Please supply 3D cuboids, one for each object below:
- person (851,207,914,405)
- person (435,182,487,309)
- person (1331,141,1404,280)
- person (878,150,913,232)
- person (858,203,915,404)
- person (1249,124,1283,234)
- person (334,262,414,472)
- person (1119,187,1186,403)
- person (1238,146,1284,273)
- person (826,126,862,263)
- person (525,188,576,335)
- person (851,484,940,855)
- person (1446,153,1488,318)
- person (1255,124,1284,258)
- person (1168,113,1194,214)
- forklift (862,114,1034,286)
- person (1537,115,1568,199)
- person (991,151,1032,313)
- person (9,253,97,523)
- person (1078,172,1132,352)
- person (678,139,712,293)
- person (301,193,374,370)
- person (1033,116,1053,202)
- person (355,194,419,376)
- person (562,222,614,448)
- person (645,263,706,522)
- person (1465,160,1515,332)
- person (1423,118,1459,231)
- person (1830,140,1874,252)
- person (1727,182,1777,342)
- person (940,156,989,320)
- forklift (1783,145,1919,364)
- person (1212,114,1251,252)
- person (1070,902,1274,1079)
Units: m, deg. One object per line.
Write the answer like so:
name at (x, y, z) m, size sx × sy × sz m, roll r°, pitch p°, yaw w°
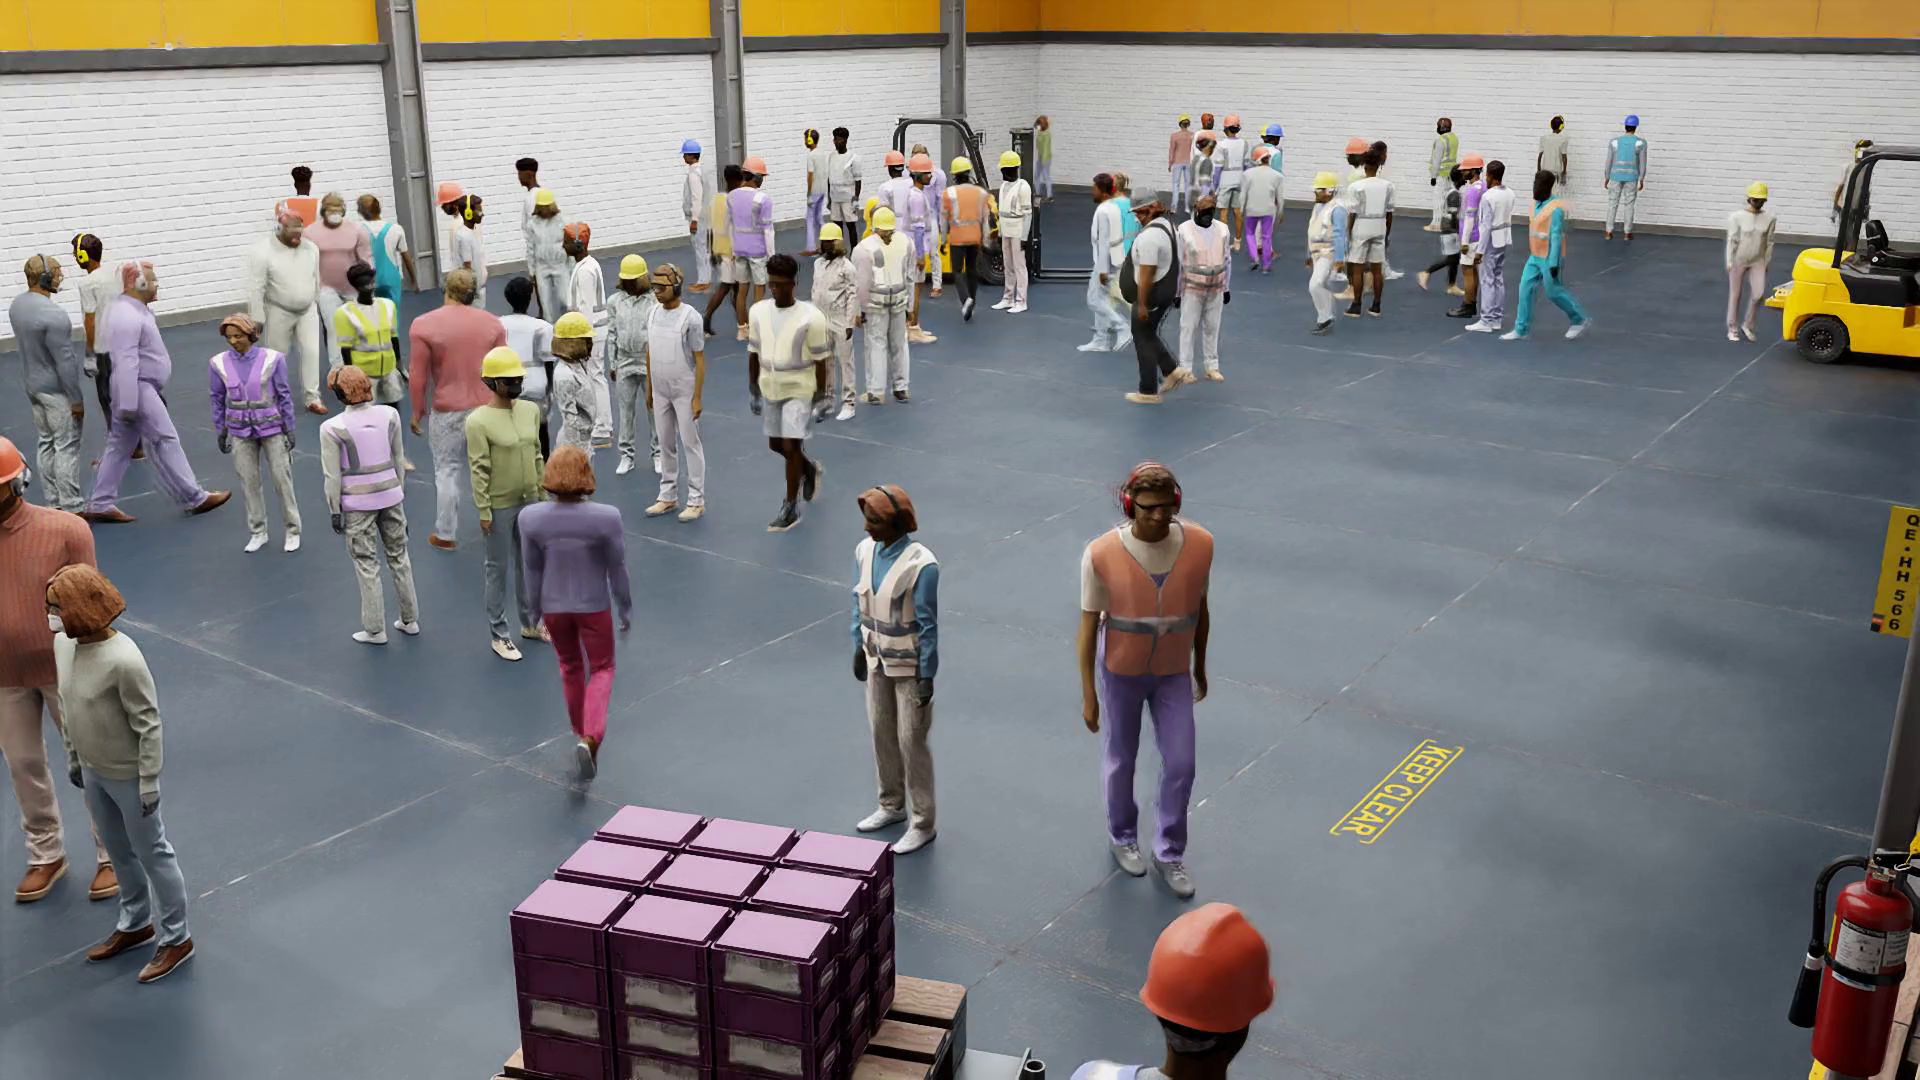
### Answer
person at (-0.702, -2.157, 15.367) m, size 0.601 × 1.821 × 0.403 m, roll -7°, pitch 19°, yaw -20°
person at (-4.953, -2.607, 16.638) m, size 0.433 × 1.910 × 0.594 m, roll 1°, pitch 18°, yaw 2°
person at (5.495, -4.389, 22.326) m, size 1.020 × 1.836 × 0.598 m, roll 1°, pitch 18°, yaw 3°
person at (-0.752, -3.704, 20.030) m, size 0.547 × 1.929 × 0.388 m, roll -9°, pitch 20°, yaw -25°
person at (-0.707, -2.190, 15.431) m, size 0.633 × 1.841 × 0.429 m, roll -15°, pitch 23°, yaw -39°
person at (4.944, -5.843, 26.980) m, size 0.533 × 1.765 × 0.326 m, roll 5°, pitch 18°, yaw 14°
person at (-4.574, -1.322, 12.956) m, size 0.323 × 1.695 × 0.546 m, roll 13°, pitch 22°, yaw 36°
person at (1.755, -2.299, 15.447) m, size 0.567 × 2.000 × 0.708 m, roll 7°, pitch 19°, yaw 22°
person at (4.171, -4.565, 23.046) m, size 0.626 × 1.727 × 0.358 m, roll 3°, pitch 18°, yaw 10°
person at (-1.656, -4.847, 23.537) m, size 0.600 × 1.967 × 0.367 m, roll 13°, pitch 22°, yaw 35°
person at (-4.373, -2.893, 17.814) m, size 0.530 × 1.724 × 0.358 m, roll -2°, pitch 18°, yaw -5°
person at (-0.273, 0.542, 7.221) m, size 0.319 × 1.628 × 0.536 m, roll -15°, pitch 23°, yaw -39°
person at (6.025, -3.603, 19.712) m, size 0.388 × 1.929 × 0.546 m, roll 9°, pitch 20°, yaw 26°
person at (4.539, -5.119, 24.440) m, size 0.415 × 1.939 × 0.605 m, roll -6°, pitch 19°, yaw -18°
person at (3.984, -6.727, 29.762) m, size 0.531 × 1.755 × 0.343 m, roll -3°, pitch 18°, yaw -10°
forklift at (-0.171, -4.594, 22.377) m, size 2.313 × 2.155 × 1.214 m, roll 1°, pitch 18°, yaw 3°
person at (9.762, -6.041, 27.427) m, size 0.516 × 1.872 × 0.327 m, roll 15°, pitch 23°, yaw 39°
person at (0.631, -3.703, 20.031) m, size 0.383 × 1.923 × 0.588 m, roll -10°, pitch 20°, yaw -29°
person at (-6.383, -1.047, 11.722) m, size 0.637 × 1.929 × 0.368 m, roll 13°, pitch 22°, yaw 35°
person at (1.576, -2.928, 17.650) m, size 0.522 × 1.895 × 0.612 m, roll 5°, pitch 18°, yaw 16°
person at (-3.399, -4.171, 21.453) m, size 0.396 × 1.946 × 0.617 m, roll 0°, pitch 18°, yaw -1°
person at (-5.974, -2.400, 16.032) m, size 0.662 × 1.880 × 1.048 m, roll -5°, pitch 18°, yaw -16°
person at (1.556, -7.217, 31.510) m, size 0.534 × 1.603 × 0.535 m, roll -6°, pitch 19°, yaw -18°
person at (-5.707, -2.538, 16.573) m, size 0.602 × 1.808 × 0.609 m, roll -4°, pitch 18°, yaw -14°
person at (-3.089, -1.697, 13.838) m, size 0.351 × 1.878 × 0.568 m, roll -4°, pitch 18°, yaw -12°
person at (-2.036, -1.047, 11.847) m, size 0.506 × 1.846 × 0.346 m, roll 10°, pitch 20°, yaw 28°
person at (6.047, -3.325, 18.858) m, size 0.375 × 1.916 × 0.592 m, roll 17°, pitch 24°, yaw 42°
person at (7.948, -6.028, 27.449) m, size 0.430 × 1.836 × 0.626 m, roll 15°, pitch 23°, yaw 39°
person at (12.166, -4.498, 22.630) m, size 0.552 × 1.848 × 0.584 m, roll -6°, pitch 19°, yaw -18°
person at (8.637, -3.026, 18.198) m, size 0.528 × 1.751 × 0.433 m, roll 2°, pitch 18°, yaw 6°
person at (0.072, -3.545, 19.585) m, size 0.592 × 1.903 × 0.744 m, roll -8°, pitch 19°, yaw -23°
forklift at (9.803, -2.879, 17.013) m, size 2.313 × 2.155 × 1.214 m, roll 12°, pitch 21°, yaw 33°
person at (4.035, -5.336, 24.940) m, size 0.605 × 2.045 × 0.378 m, roll -7°, pitch 19°, yaw -21°
person at (0.460, 1.623, 3.369) m, size 0.545 × 1.931 × 0.378 m, roll 12°, pitch 22°, yaw 34°
